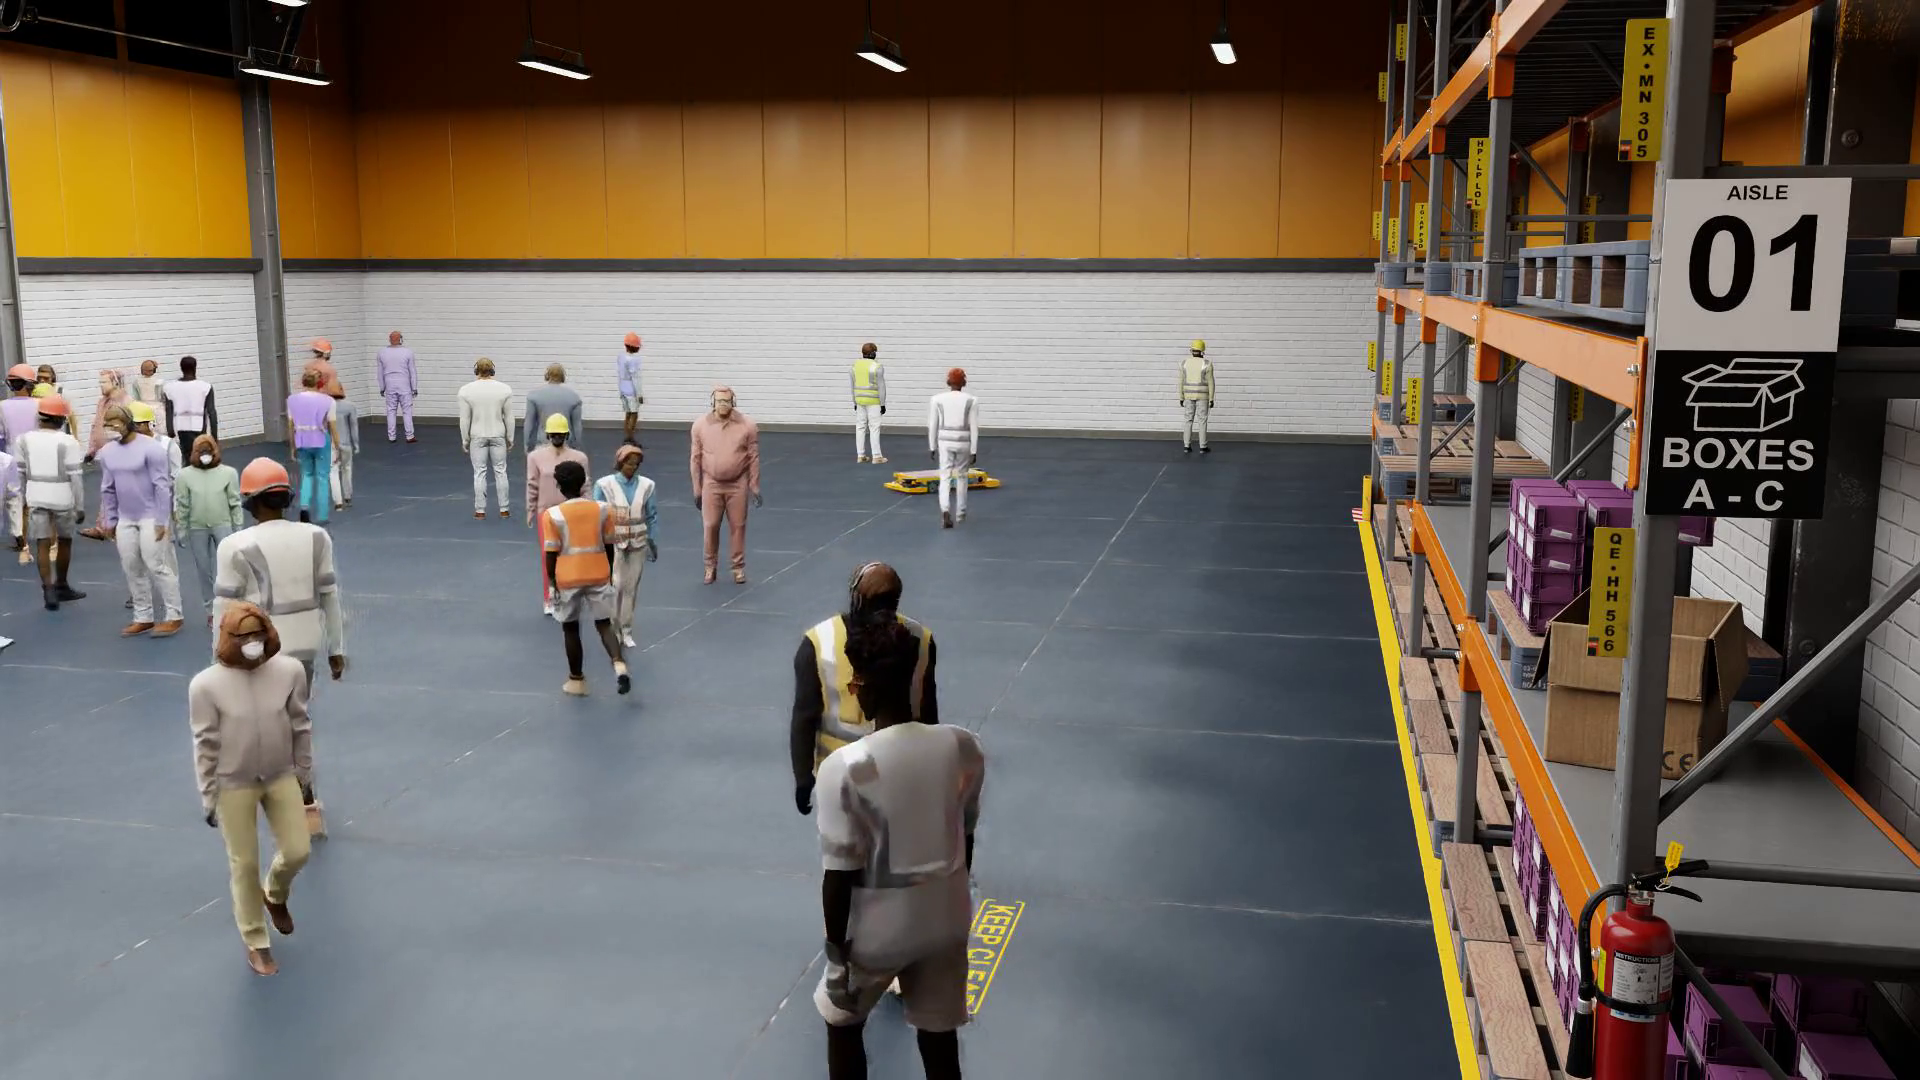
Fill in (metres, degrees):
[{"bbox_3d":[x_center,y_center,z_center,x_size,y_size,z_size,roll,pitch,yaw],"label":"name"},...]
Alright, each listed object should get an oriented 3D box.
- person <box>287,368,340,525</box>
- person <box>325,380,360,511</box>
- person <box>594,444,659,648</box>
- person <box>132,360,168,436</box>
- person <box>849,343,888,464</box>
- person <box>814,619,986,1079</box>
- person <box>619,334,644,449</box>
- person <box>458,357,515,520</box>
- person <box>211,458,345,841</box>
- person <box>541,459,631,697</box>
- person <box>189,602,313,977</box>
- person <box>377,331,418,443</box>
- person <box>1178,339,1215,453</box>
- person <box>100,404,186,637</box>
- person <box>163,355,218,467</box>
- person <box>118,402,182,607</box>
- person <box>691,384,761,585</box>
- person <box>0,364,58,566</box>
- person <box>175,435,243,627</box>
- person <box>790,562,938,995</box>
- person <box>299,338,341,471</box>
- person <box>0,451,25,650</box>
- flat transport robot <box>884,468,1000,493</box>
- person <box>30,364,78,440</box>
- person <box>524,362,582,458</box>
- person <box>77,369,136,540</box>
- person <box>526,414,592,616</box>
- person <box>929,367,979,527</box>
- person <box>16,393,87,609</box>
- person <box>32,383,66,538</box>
[{"bbox_3d":[-7.472,-1.068,19.265,0.589,1.832,0.437,0,9,2],"label":"person"},{"bbox_3d":[-7.755,-1.191,20.694,0.523,1.592,0.801,-4,10,-21],"label":"person"},{"bbox_3d":[-2.641,0.055,13.120,0.549,1.619,0.384,-6,11,-31],"label":"person"},{"bbox_3d":[-11.824,-1.817,24.359,0.513,1.642,0.313,0,9,-2],"label":"person"},{"bbox_3d":[-1.375,-2.086,25.381,0.626,1.844,0.429,6,11,33],"label":"person"},{"bbox_3d":[-0.228,1.195,5.309,0.626,1.932,0.771,-5,11,-30],"label":"person"},{"bbox_3d":[-5.369,-2.399,27.082,0.514,1.906,0.604,-6,11,-34],"label":"person"},{"bbox_3d":[-5.603,-1.199,19.741,0.636,1.939,0.362,-4,10,-21],"label":"person"},{"bbox_3d":[-3.677,0.570,8.852,0.851,2.009,0.620,6,11,34],"label":"person"},{"bbox_3d":[-2.593,0.291,11.536,0.553,1.673,0.595,-6,11,-32],"label":"person"},{"bbox_3d":[-3.035,1.049,7.155,0.500,1.625,0.409,-8,12,-40],"label":"person"},{"bbox_3d":[-9.538,-2.597,28.267,0.654,1.904,0.406,0,9,-2],"label":"person"},{"bbox_3d":[3.815,-2.310,26.754,0.600,1.831,0.404,5,11,26],"label":"person"},{"bbox_3d":[-6.672,-0.155,13.524,0.657,1.915,0.457,3,10,20],"label":"person"},{"bbox_3d":[-9.711,-1.380,20.997,0.597,1.894,0.808,-1,10,-8],"label":"person"},{"bbox_3d":[-7.182,-0.309,14.703,0.601,1.830,0.404,-1,9,-4],"label":"person"},{"bbox_3d":[-2.228,-0.526,15.792,0.651,1.906,0.402,-1,10,-8],"label":"person"},{"bbox_3d":[-9.388,-0.756,16.789,0.605,2.034,0.392,-2,10,-12],"label":"person"},{"bbox_3d":[-6.271,-0.072,13.909,0.512,1.622,0.335,-4,10,-21],"label":"person"},{"bbox_3d":[-0.401,0.976,7.133,0.648,1.789,0.997,-2,10,-9],"label":"person"},{"bbox_3d":[-9.253,-1.931,24.079,0.628,1.968,0.850,6,11,30],"label":"person"},{"bbox_3d":[-7.686,-0.064,13.113,0.838,1.877,0.620,5,11,29],"label":"person"},{"bbox_3d":[-0.241,-0.811,22.421,1.431,0.197,0.652,-5,11,-30],"label":"flat transport robot"},{"bbox_3d":[-11.053,-1.213,20.189,0.522,1.819,0.705,0,9,-2],"label":"person"},{"bbox_3d":[-4.658,-1.083,19.157,0.685,1.902,0.691,-4,10,-23],"label":"person"},{"bbox_3d":[-9.428,-0.934,18.357,0.651,1.871,0.913,8,12,40],"label":"person"},{"bbox_3d":[-3.457,-0.214,14.379,0.555,1.733,0.799,-3,10,-16],"label":"person"},{"bbox_3d":[-0.078,-1.083,19.321,0.587,1.855,0.886,1,9,6],"label":"person"},{"bbox_3d":[-8.059,-0.342,14.715,0.624,1.896,0.676,-1,10,-8],"label":"person"},{"bbox_3d":[-10.111,-0.873,18.418,0.495,1.723,0.418,0,9,-2],"label":"person"}]
